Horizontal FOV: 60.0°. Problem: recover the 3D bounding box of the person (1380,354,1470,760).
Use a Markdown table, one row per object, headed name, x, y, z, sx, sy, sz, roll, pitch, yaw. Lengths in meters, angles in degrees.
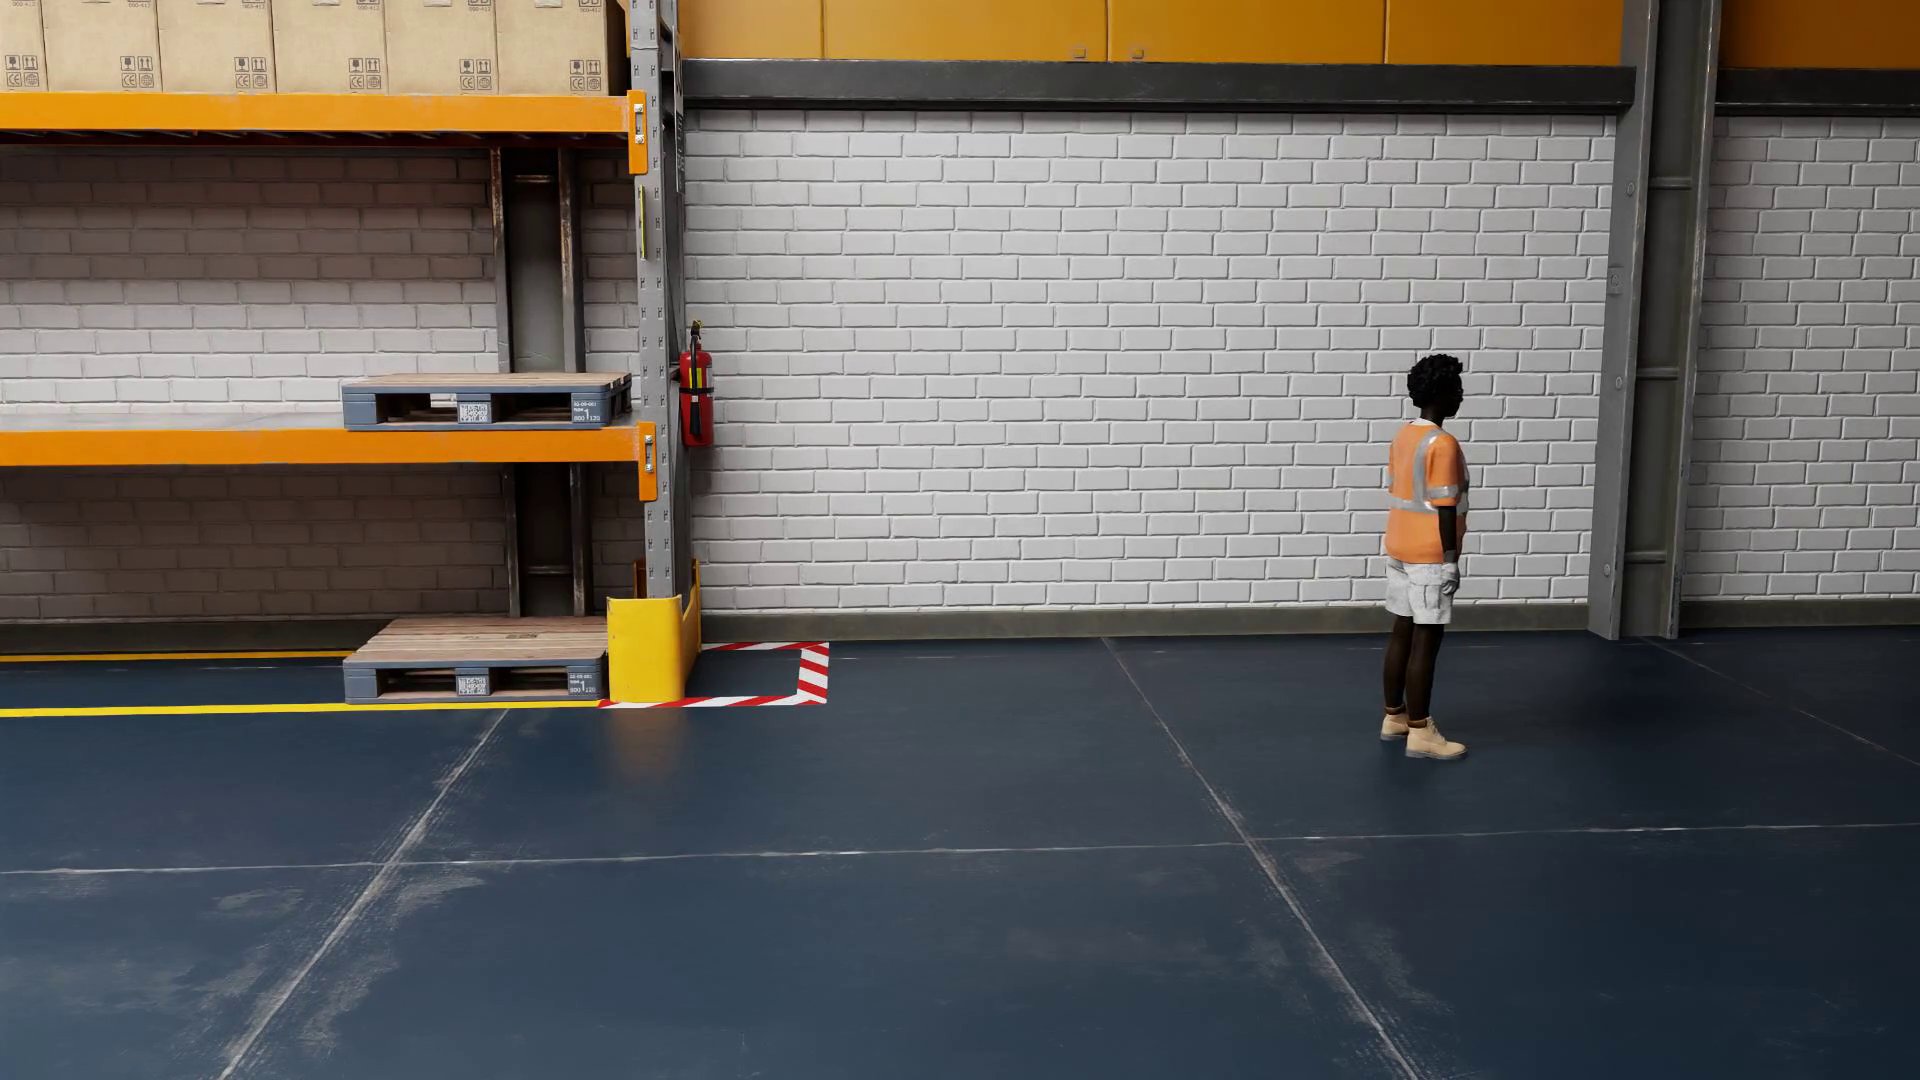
| name | x | y | z | sx | sy | sz | roll | pitch | yaw |
| --- | --- | --- | --- | --- | --- | --- | --- | --- | --- |
| person | 1.973 | 0.065 | 7.023 | 0.315 | 1.696 | 0.540 | -1 | 9 | -7 |
